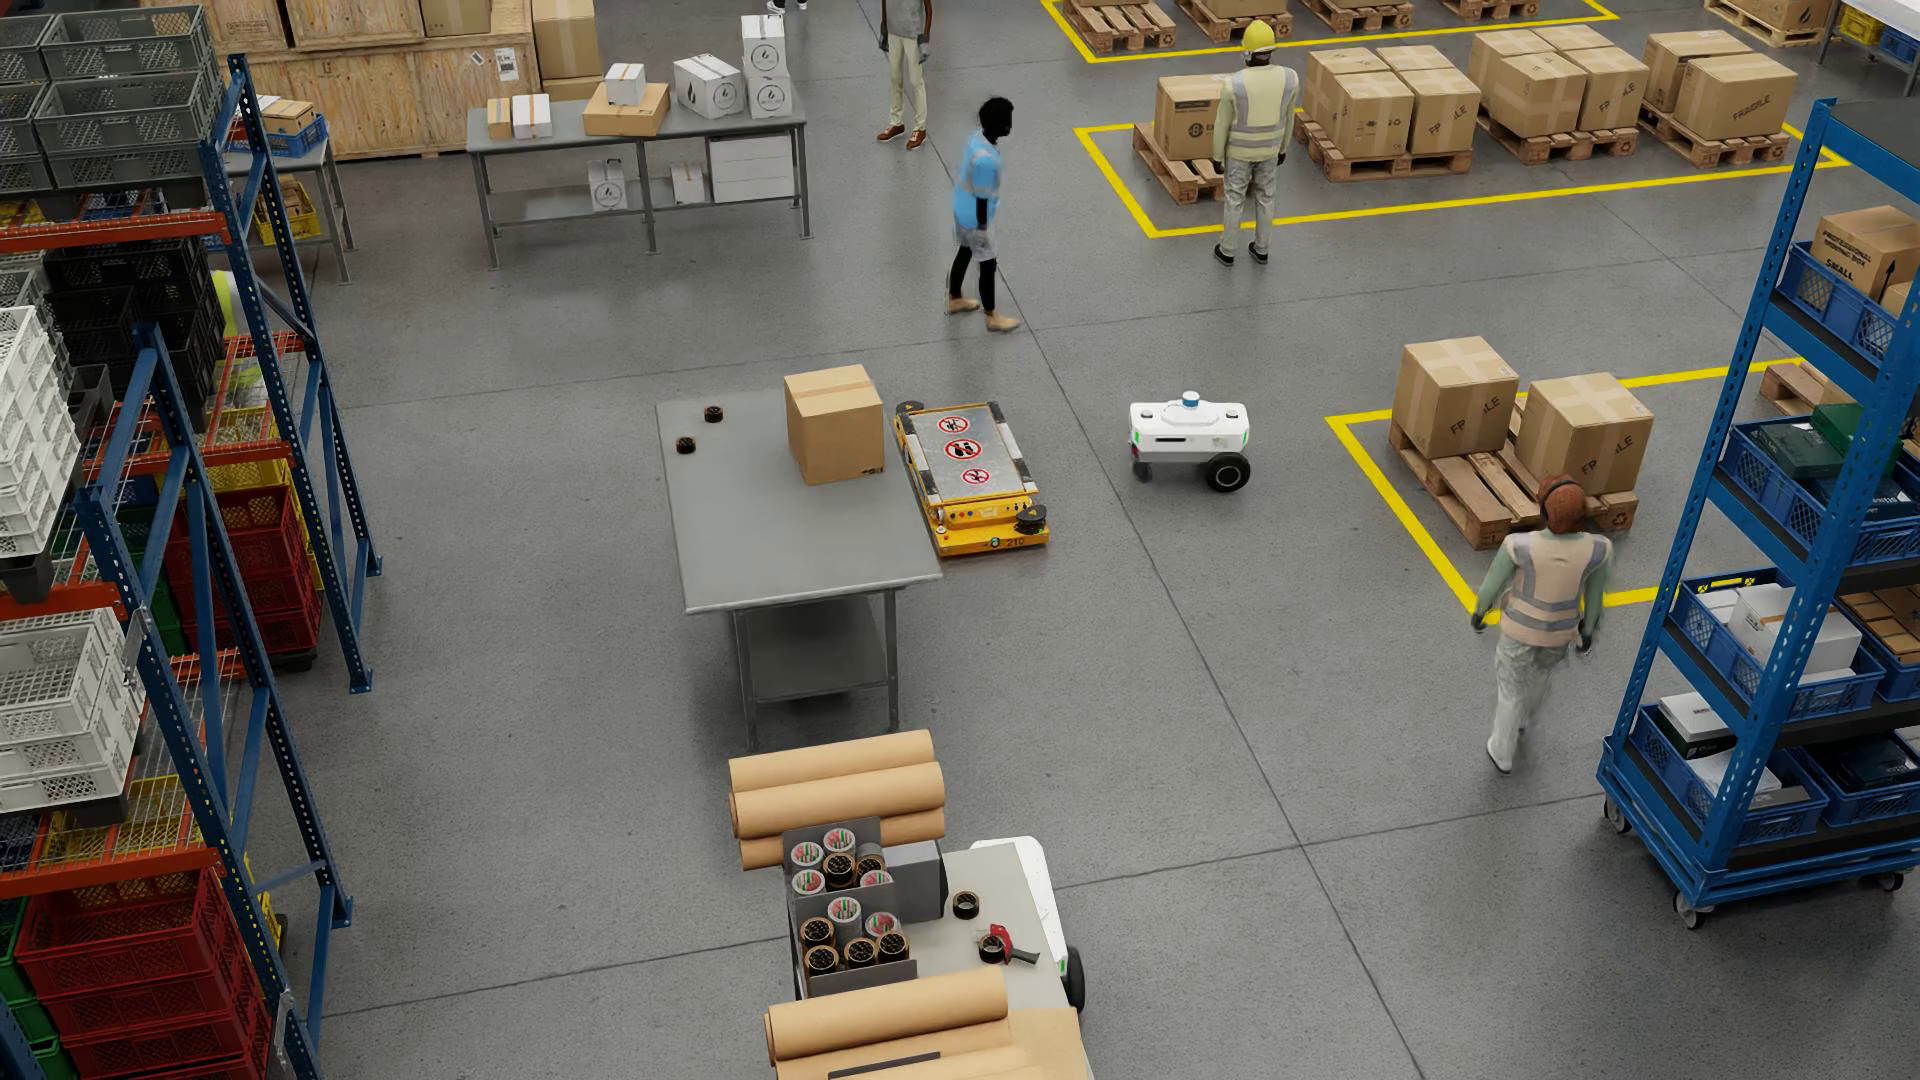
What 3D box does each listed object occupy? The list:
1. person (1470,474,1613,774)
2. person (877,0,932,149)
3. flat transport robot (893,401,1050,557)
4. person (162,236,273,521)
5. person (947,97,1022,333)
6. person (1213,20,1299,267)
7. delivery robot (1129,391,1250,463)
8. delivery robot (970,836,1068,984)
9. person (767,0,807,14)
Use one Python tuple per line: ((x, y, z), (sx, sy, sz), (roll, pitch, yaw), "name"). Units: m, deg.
((2.713, 0.354, 7.921), (0.540, 1.621, 0.573), (2, 37, 3), "person")
((-0.464, -4.198, 13.842), (0.521, 1.874, 0.328), (22, 42, 27), "person")
((0.046, -0.430, 10.108), (0.652, 0.197, 1.431), (-8, 37, -10), "flat transport robot")
((-4.190, -0.936, 9.483), (0.627, 1.844, 0.429), (-18, 40, -22), "person")
((0.172, -2.223, 11.359), (0.560, 1.662, 0.538), (-3, 37, -4), "person")
((2.111, -2.854, 12.077), (0.595, 1.827, 0.403), (-7, 37, -9), "person")
((1.385, -0.675, 10.126), (0.707, 0.478, 0.477), (0, 37, 0), "delivery robot")
((0.235, 1.591, 7.081), (0.477, 0.478, 0.707), (-5, 37, -6), "delivery robot")
((-1.769, -6.225, 16.529), (0.597, 1.914, 0.371), (-16, 40, -20), "person")
